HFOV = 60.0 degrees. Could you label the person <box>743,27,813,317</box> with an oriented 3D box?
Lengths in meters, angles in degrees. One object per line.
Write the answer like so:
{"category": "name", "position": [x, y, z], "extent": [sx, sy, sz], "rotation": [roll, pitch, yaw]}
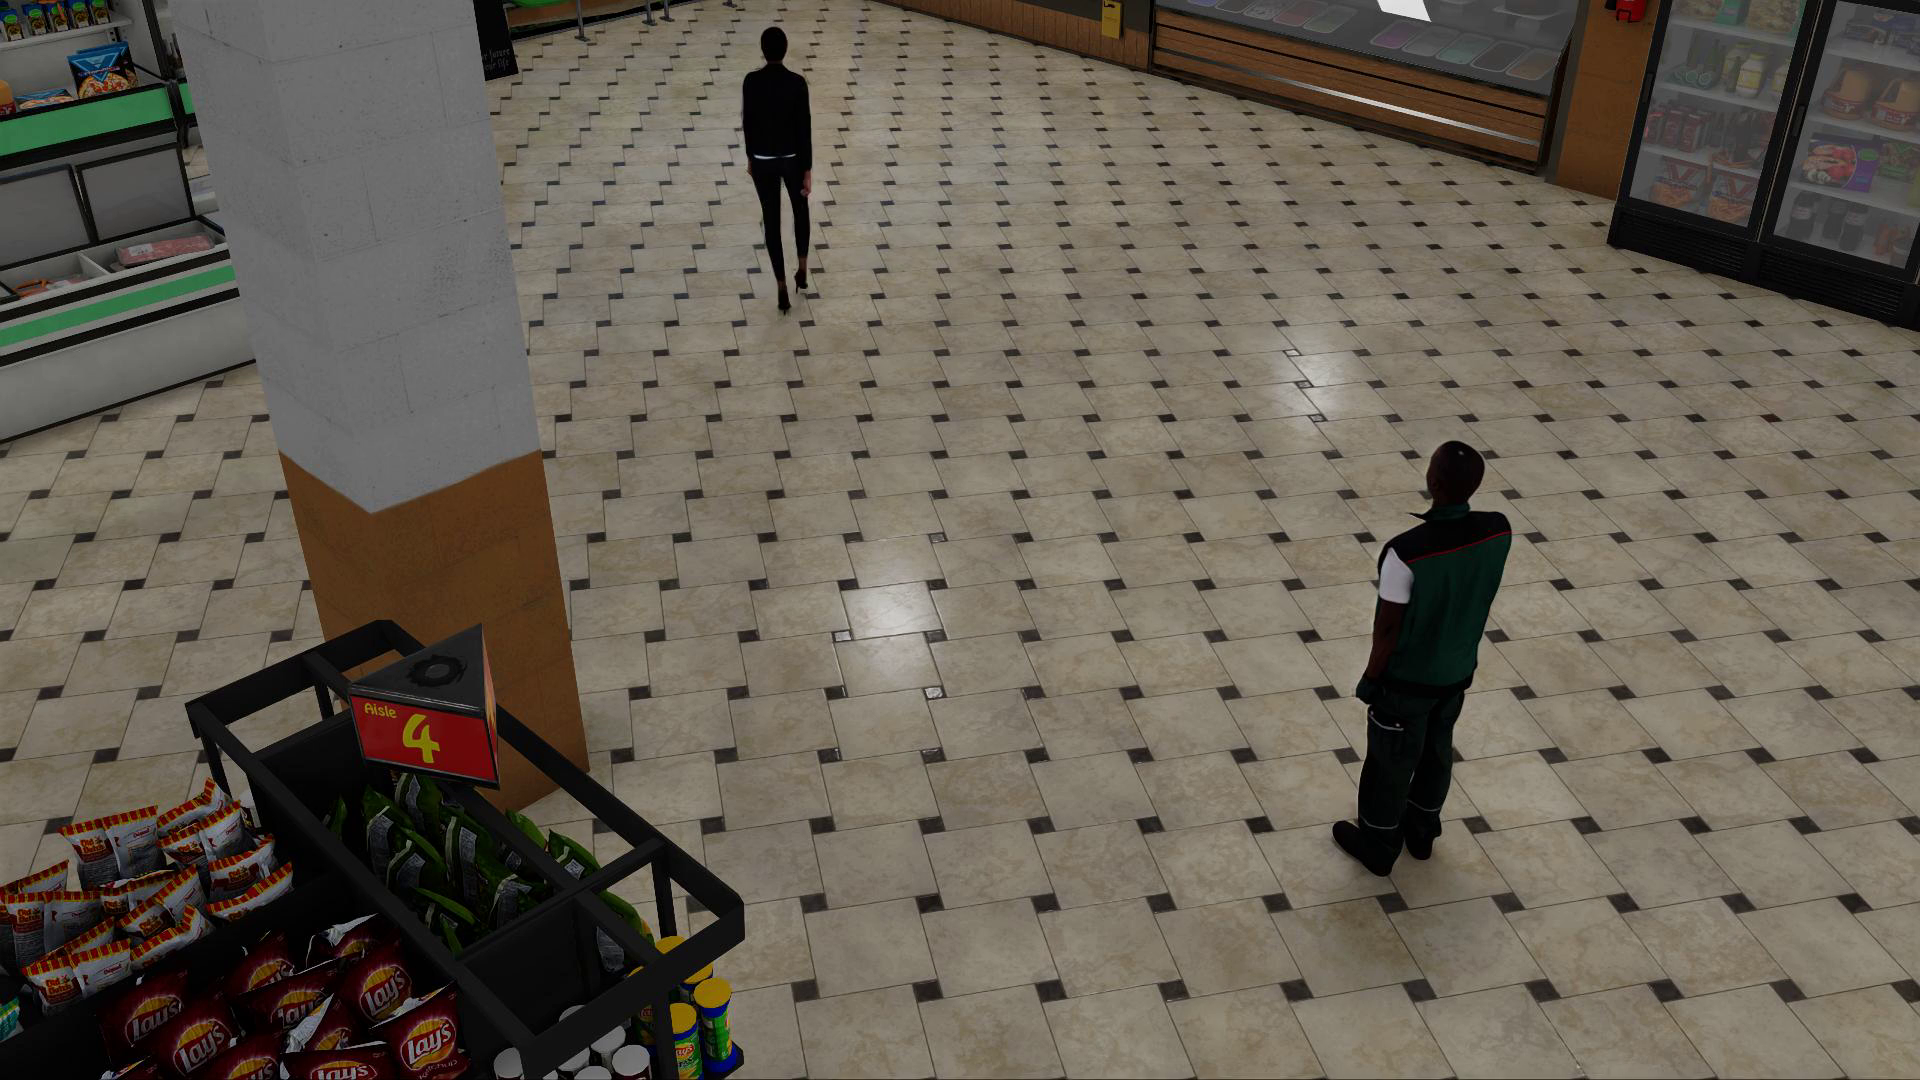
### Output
{"category": "person", "position": [-1.158, -2.297, 10.559], "extent": [0.803, 1.818, 0.861], "rotation": [-1, 32, -2]}

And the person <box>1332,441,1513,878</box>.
{"category": "person", "position": [1.704, 0.459, 6.109], "extent": [0.674, 1.840, 0.822], "rotation": [-14, 34, -21]}
